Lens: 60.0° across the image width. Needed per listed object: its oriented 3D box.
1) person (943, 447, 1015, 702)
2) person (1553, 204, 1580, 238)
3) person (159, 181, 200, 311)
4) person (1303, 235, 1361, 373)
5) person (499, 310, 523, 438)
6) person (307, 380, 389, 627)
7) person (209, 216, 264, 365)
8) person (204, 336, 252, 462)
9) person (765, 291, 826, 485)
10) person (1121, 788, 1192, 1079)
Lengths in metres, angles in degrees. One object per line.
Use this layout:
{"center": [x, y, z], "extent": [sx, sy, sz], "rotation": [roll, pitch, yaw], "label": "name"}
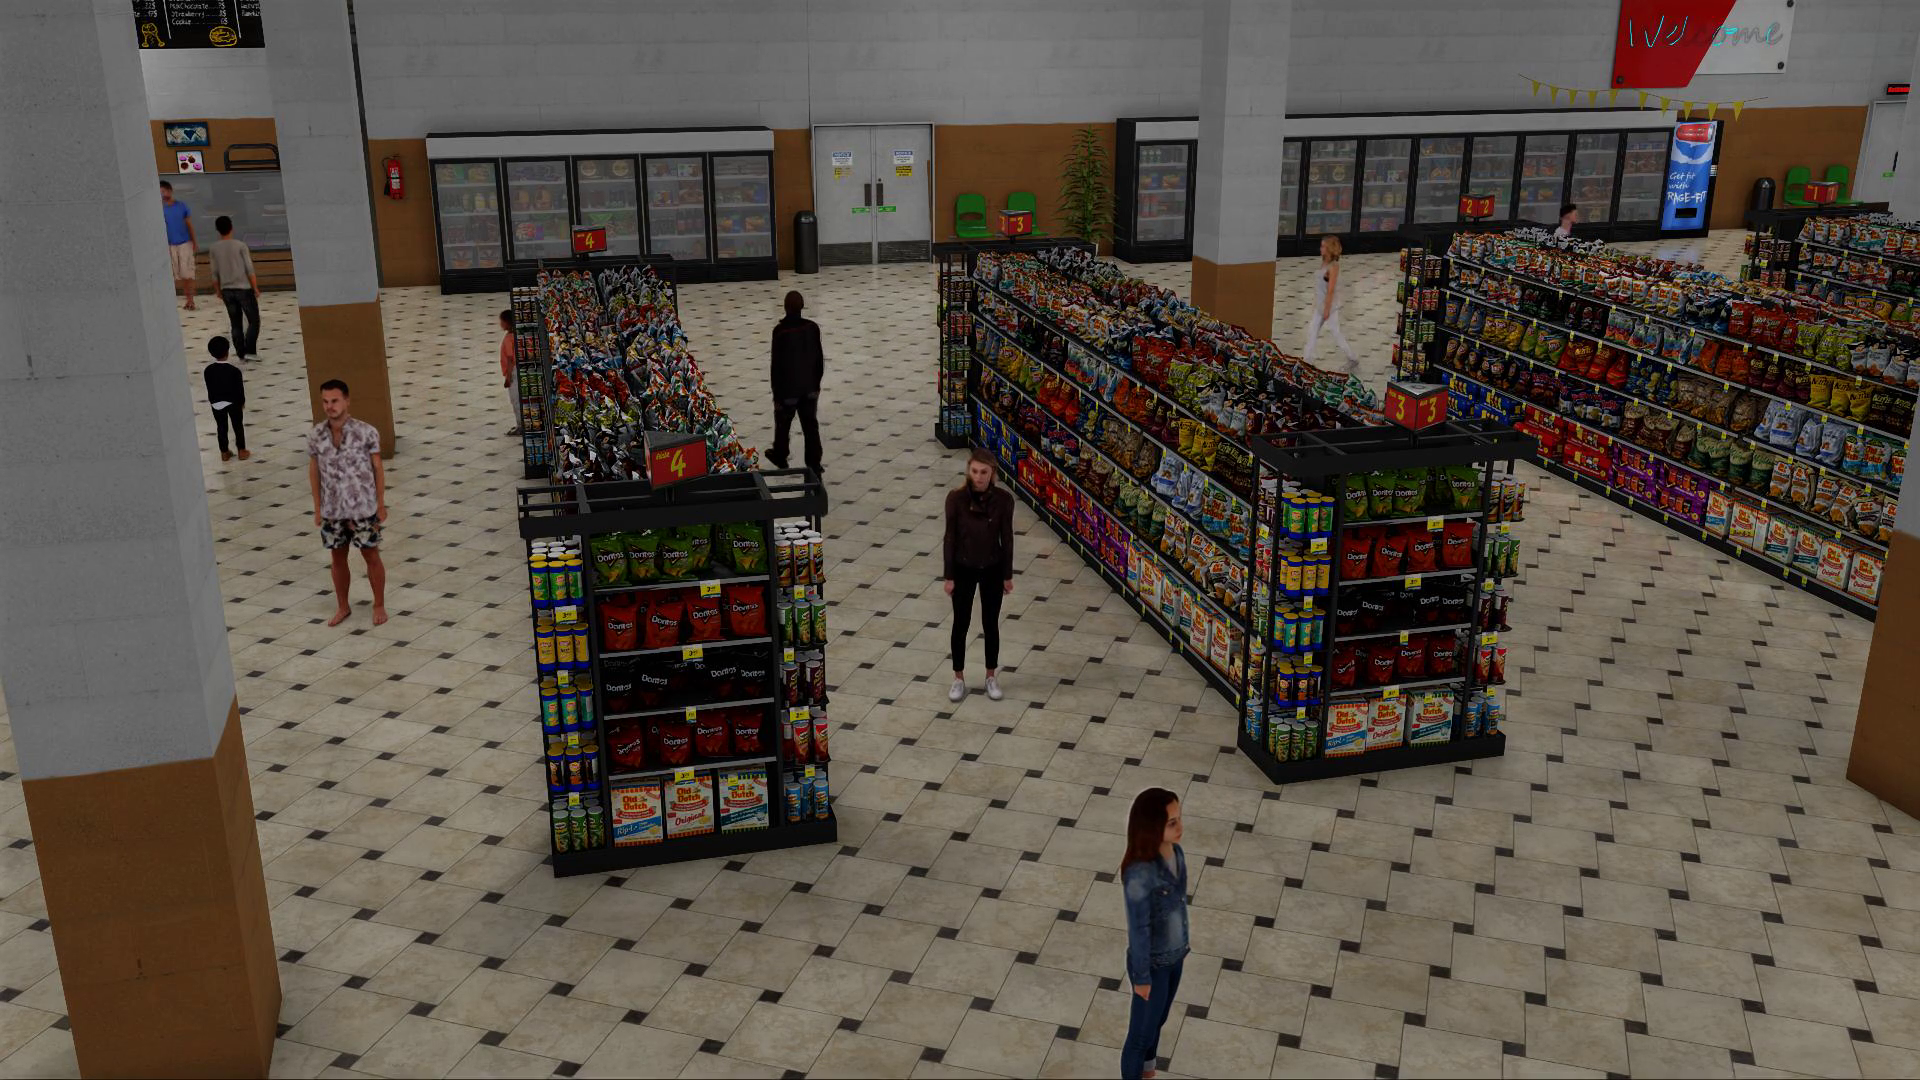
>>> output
{"center": [0.117, 0.210, 10.781], "extent": [0.647, 1.705, 0.574], "rotation": [-1, 19, -3], "label": "person"}
{"center": [7.556, -3.356, 21.201], "extent": [1.146, 1.804, 1.134], "rotation": [8, 20, 22], "label": "person"}
{"center": [-11.054, -4.180, 23.613], "extent": [0.680, 1.825, 1.014], "rotation": [-6, 19, -16], "label": "person"}
{"center": [4.431, -2.758, 19.691], "extent": [0.765, 1.636, 1.058], "rotation": [-2, 19, -6], "label": "person"}
{"center": [-4.579, -1.727, 17.142], "extent": [0.610, 1.311, 0.508], "rotation": [2, 19, 7], "label": "person"}
{"center": [-4.427, -0.279, 12.060], "extent": [0.708, 1.814, 0.619], "rotation": [-1, 19, -4], "label": "person"}
{"center": [-8.796, -3.018, 20.195], "extent": [0.770, 1.807, 0.767], "rotation": [-1, 19, -3], "label": "person"}
{"center": [-7.178, -1.383, 16.259], "extent": [0.508, 1.223, 0.490], "rotation": [-4, 19, -10], "label": "person"}
{"center": [-1.460, -1.358, 15.310], "extent": [0.917, 1.783, 1.288], "rotation": [-10, 21, -27], "label": "person"}
{"center": [0.790, 1.685, 6.763], "extent": [0.701, 1.476, 0.632], "rotation": [9, 21, 26], "label": "person"}
